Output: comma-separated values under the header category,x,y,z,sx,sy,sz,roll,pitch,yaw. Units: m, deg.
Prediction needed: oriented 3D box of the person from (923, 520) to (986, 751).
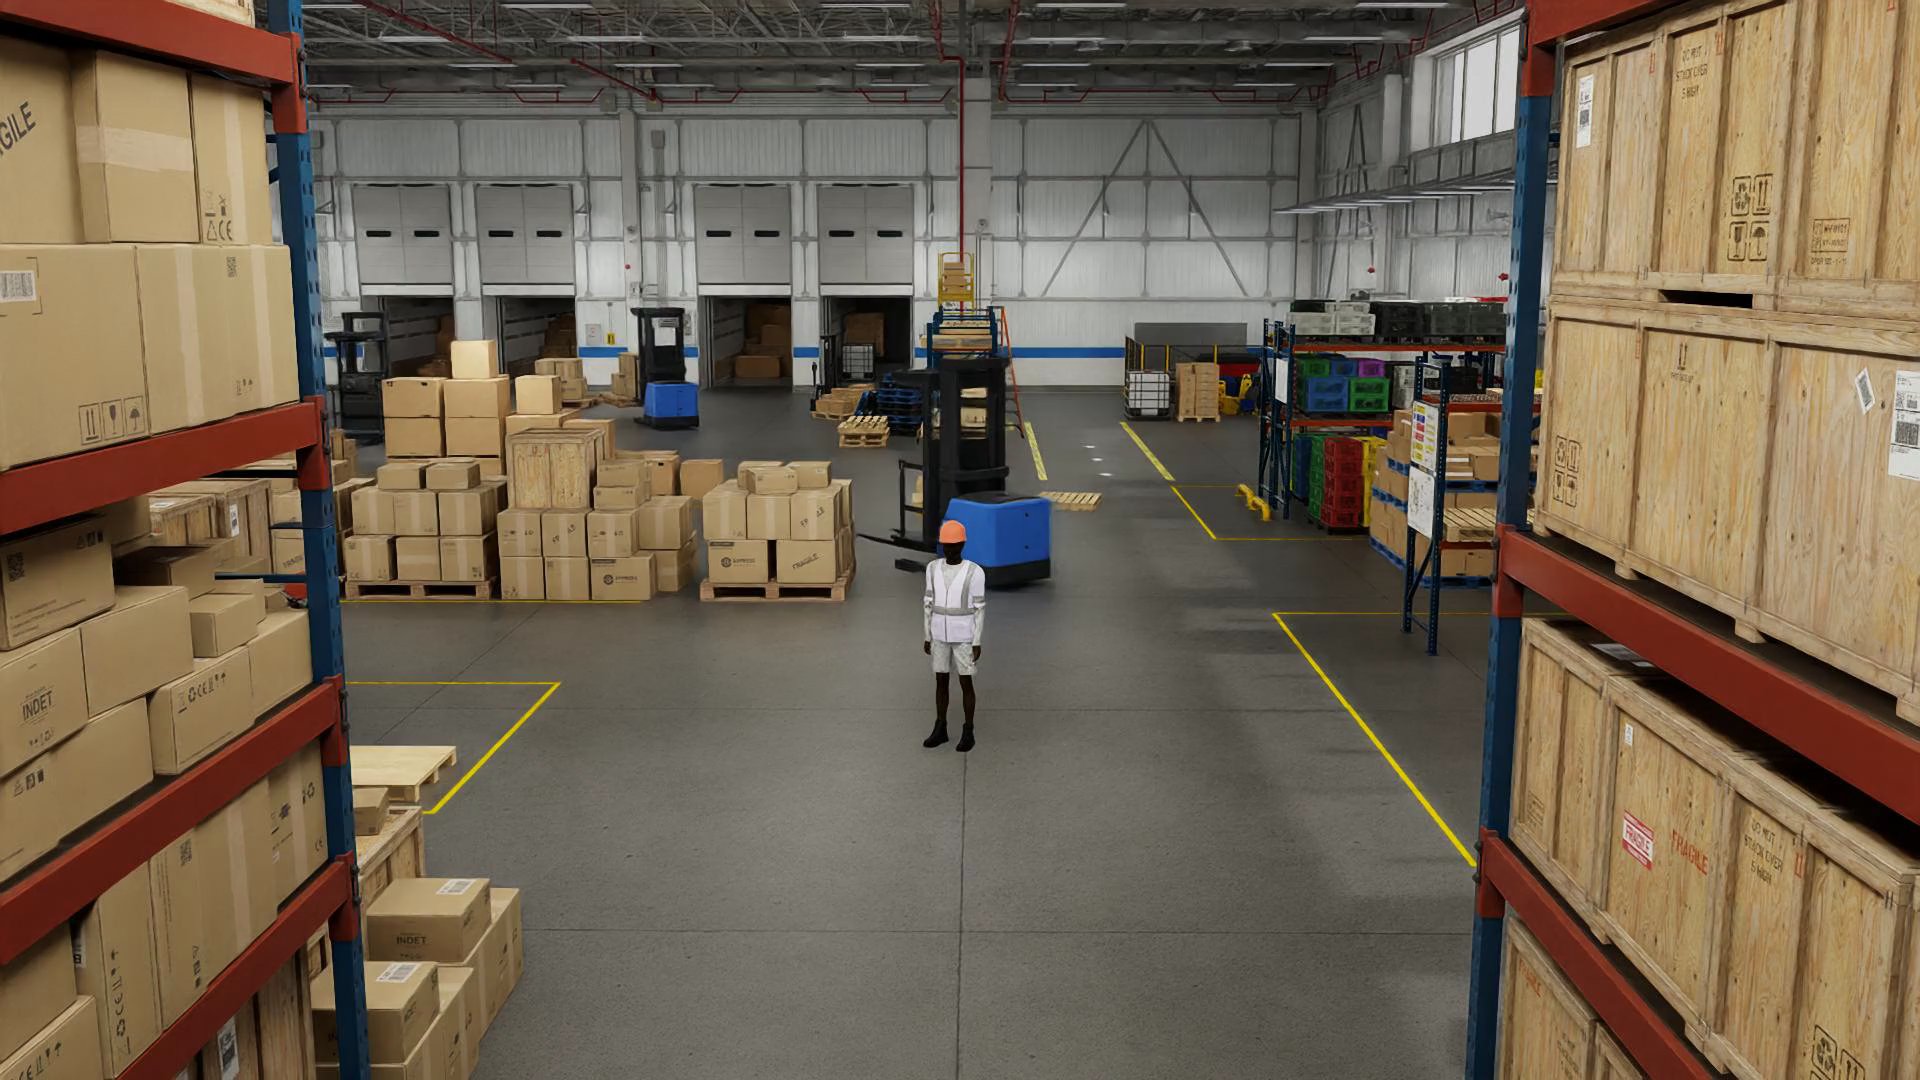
category,x,y,z,sx,sy,sz,roll,pitch,yaw
person,-0.062,0.791,13.844,0.549,1.942,0.347,4,11,24

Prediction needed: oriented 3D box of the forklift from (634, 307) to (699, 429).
category,x,y,z,sx,sy,sz,roll,pitch,yaw
forklift,-6.959,-4.092,39.311,1.129,2.768,1.873,-5,11,-25

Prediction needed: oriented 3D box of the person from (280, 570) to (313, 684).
category,x,y,z,sx,sy,sz,roll,pitch,yaw
person,-4.452,1.187,11.402,0.385,1.993,0.623,-9,13,-43

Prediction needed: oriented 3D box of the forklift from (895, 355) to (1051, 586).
category,x,y,z,sx,sy,sz,roll,pitch,yaw
forklift,0.180,-0.927,21.049,1.129,2.768,1.873,-8,13,-39

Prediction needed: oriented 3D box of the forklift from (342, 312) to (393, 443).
category,x,y,z,sx,sy,sz,roll,pitch,yaw
forklift,-12.964,-3.605,36.499,1.129,2.768,1.873,0,10,1

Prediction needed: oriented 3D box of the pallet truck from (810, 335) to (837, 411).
category,x,y,z,sx,sy,sz,roll,pitch,yaw
pallet truck,-3.021,-4.312,43.126,1.885,1.965,0.823,3,10,17
